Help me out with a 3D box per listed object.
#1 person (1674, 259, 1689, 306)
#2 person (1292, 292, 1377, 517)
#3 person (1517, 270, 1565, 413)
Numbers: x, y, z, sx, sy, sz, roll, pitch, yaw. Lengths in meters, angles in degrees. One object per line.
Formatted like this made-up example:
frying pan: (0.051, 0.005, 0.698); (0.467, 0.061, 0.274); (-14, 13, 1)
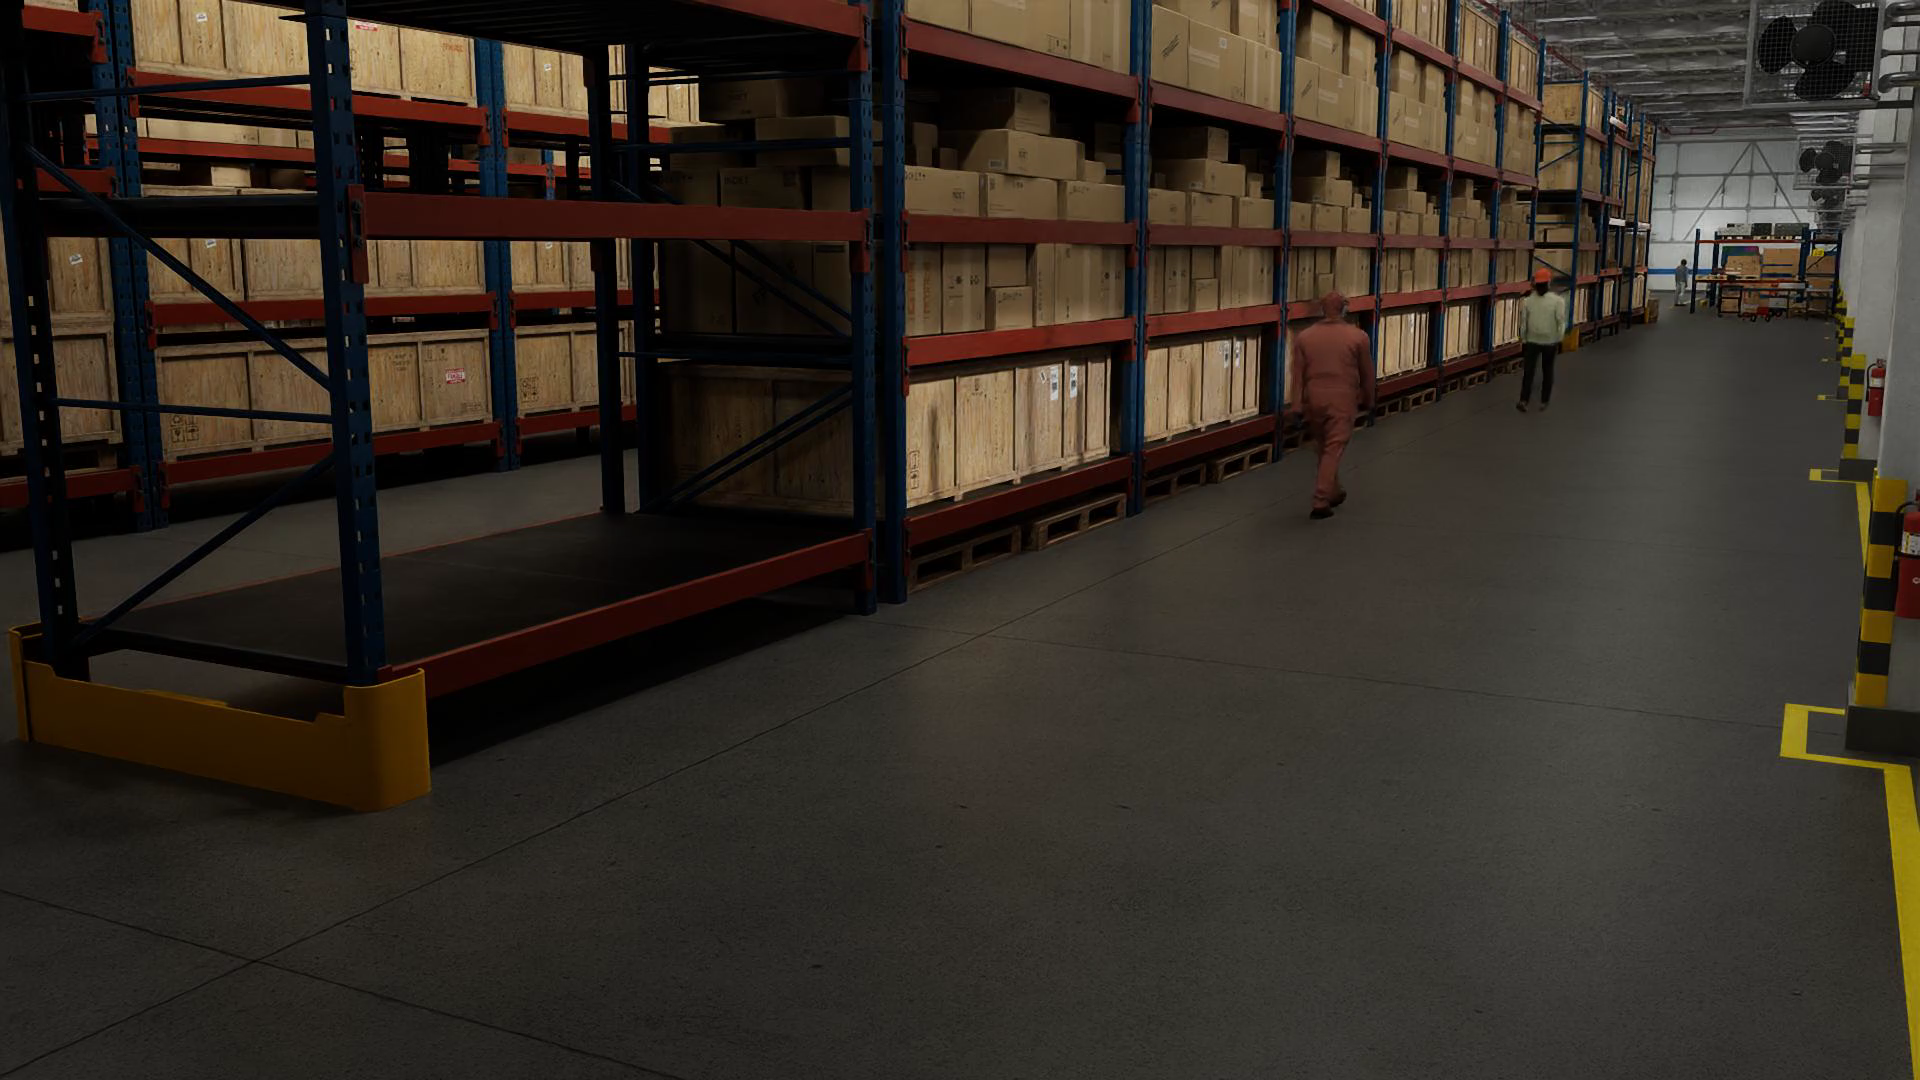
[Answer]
person: (29.394, -10.479, 67.768); (0.366, 1.931, 0.631); (-4, 11, -23)
person: (3.123, -1.137, 13.912); (0.635, 1.853, 1.020); (7, 12, 34)
person: (7.956, -2.715, 22.784); (0.625, 1.941, 1.015); (6, 11, 31)
